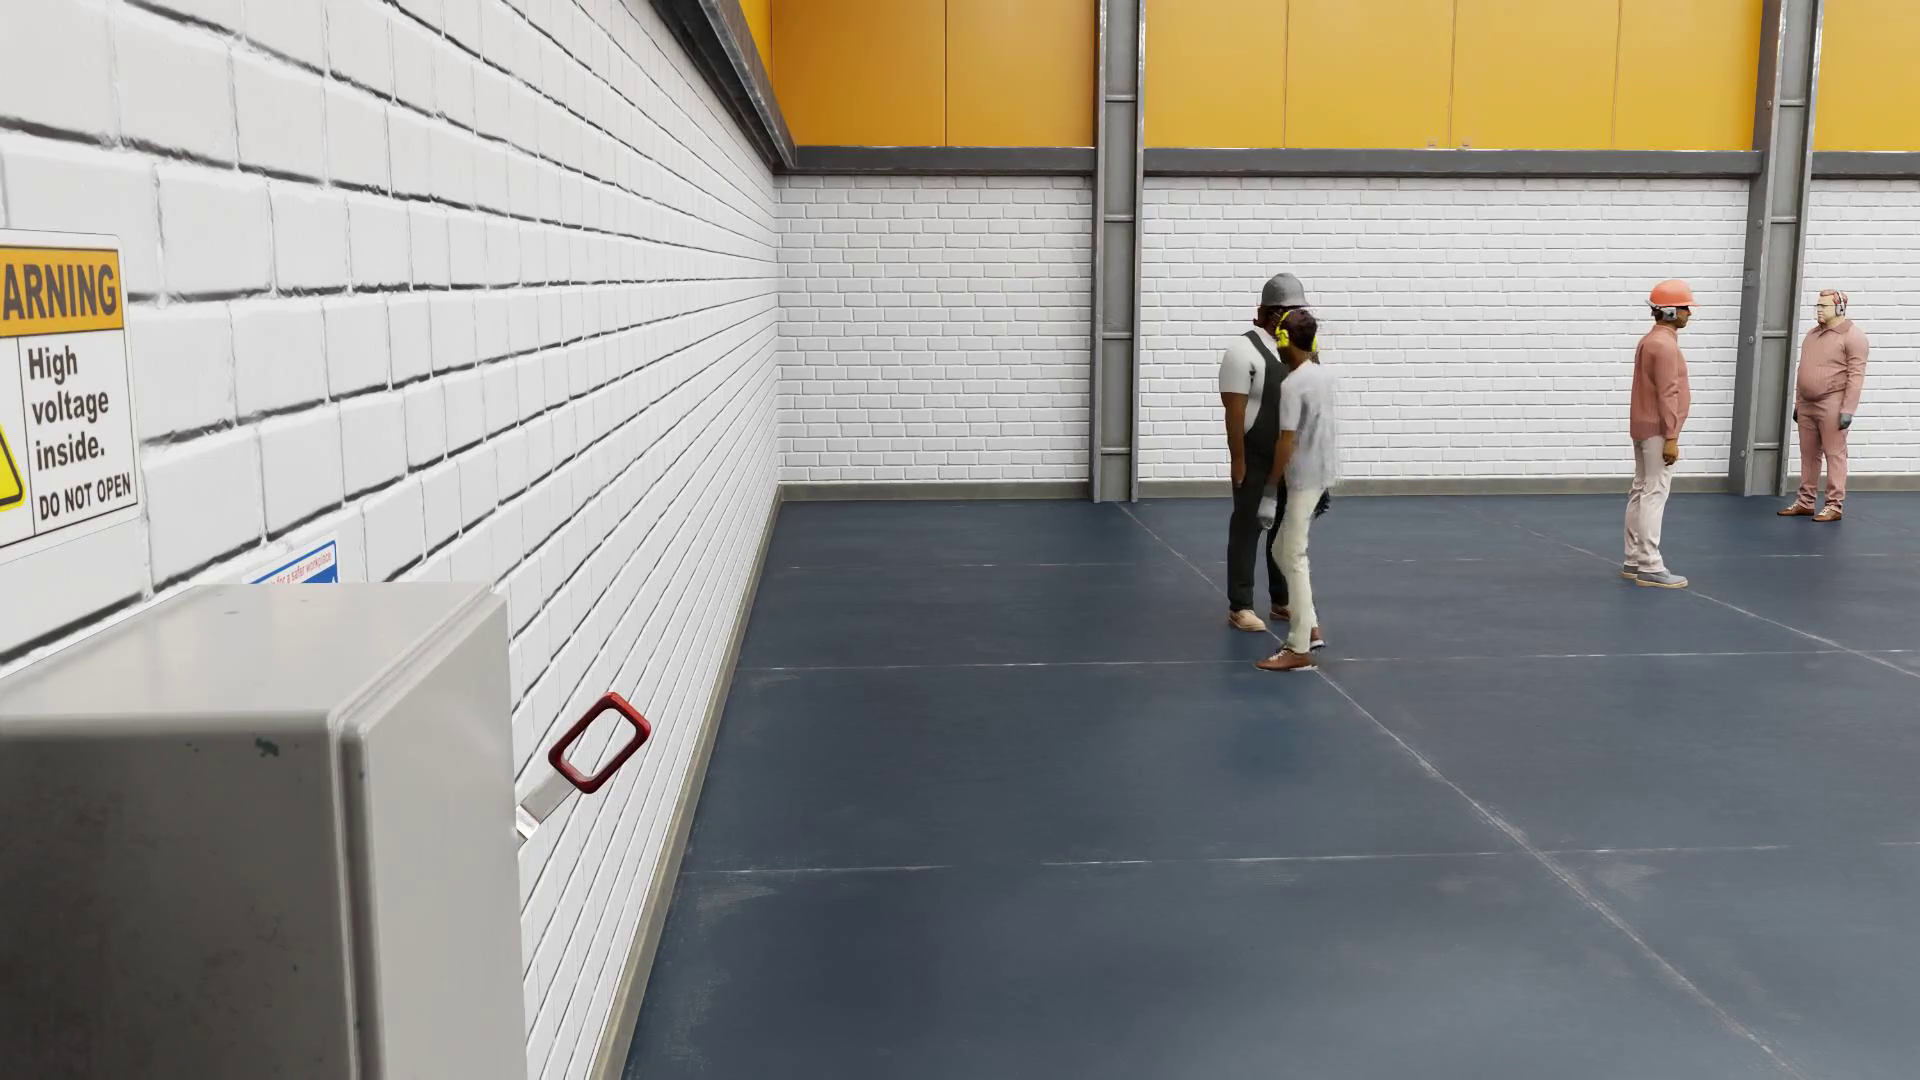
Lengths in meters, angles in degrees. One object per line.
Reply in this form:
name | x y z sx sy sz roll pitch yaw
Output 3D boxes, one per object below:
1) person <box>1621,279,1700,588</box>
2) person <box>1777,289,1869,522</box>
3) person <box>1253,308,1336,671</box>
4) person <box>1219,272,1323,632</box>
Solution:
person | 4.574 -0.696 10.868 0.378 1.996 0.610 1 9 7
person | 7.121 -1.106 13.726 0.409 1.909 0.640 -3 9 -16
person | 1.725 -0.253 8.541 0.363 1.851 0.646 5 10 27
person | 1.836 -0.503 9.515 0.680 2.000 0.536 -5 10 -29
